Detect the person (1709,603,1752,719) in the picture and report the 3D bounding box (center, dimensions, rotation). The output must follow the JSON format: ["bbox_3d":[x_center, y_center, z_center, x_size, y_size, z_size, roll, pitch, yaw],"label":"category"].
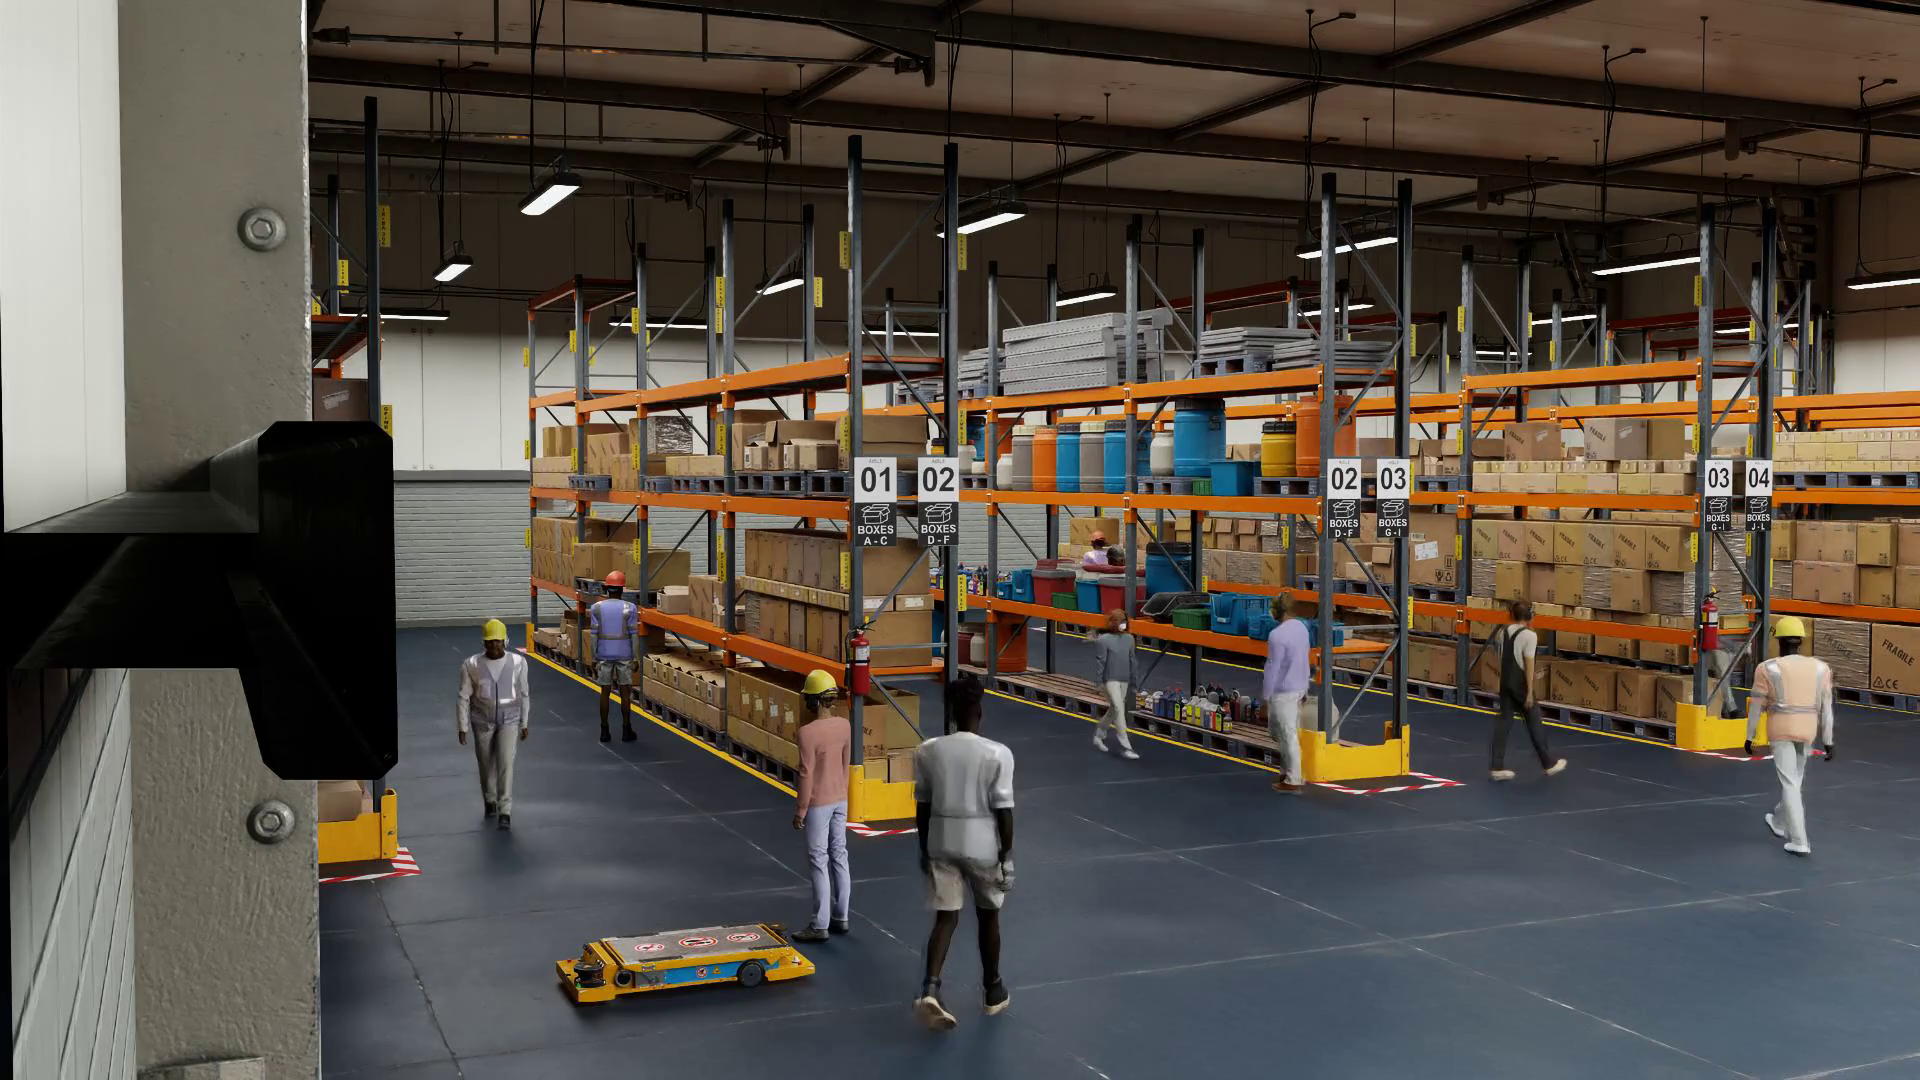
[{"bbox_3d":[9.453,1.330,21.951,0.621,1.792,0.872,0,2,-13],"label":"person"}]

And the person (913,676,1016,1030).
[{"bbox_3d":[-0.001,1.734,10.001,0.635,1.931,0.884,1,2,21],"label":"person"}]

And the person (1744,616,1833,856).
[{"bbox_3d":[6.722,1.567,14.627,0.617,1.880,0.945,0,2,-1],"label":"person"}]

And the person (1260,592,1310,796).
[{"bbox_3d":[3.051,1.455,17.085,0.545,1.921,0.661,2,3,35],"label":"person"}]

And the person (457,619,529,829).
[{"bbox_3d":[-4.089,1.579,15.700,0.611,1.786,0.941,-1,2,-16],"label":"person"}]

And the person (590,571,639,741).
[{"bbox_3d":[-3.936,1.319,20.464,0.553,1.935,0.364,0,2,0],"label":"person"}]

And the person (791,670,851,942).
[{"bbox_3d":[-0.915,1.736,11.789,0.312,1.768,0.530,1,3,32],"label":"person"}]

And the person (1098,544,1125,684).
[{"bbox_3d":[2.181,1.098,25.451,0.682,2.000,0.537,-2,3,-42],"label":"person"}]

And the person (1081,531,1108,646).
[{"bbox_3d":[2.377,0.854,31.484,0.654,2.023,0.650,-1,2,-26],"label":"person"}]

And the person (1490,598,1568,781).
[{"bbox_3d":[5.654,1.485,17.881,0.872,1.801,0.527,-1,2,-26],"label":"person"}]

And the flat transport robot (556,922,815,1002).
[{"bbox_3d":[-1.658,2.531,10.816,1.431,0.197,0.652,-1,2,-23],"label":"flat transport robot"}]

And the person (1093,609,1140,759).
[{"bbox_3d":[1.677,1.529,19.394,0.510,1.597,0.832,-2,3,-36],"label":"person"}]
